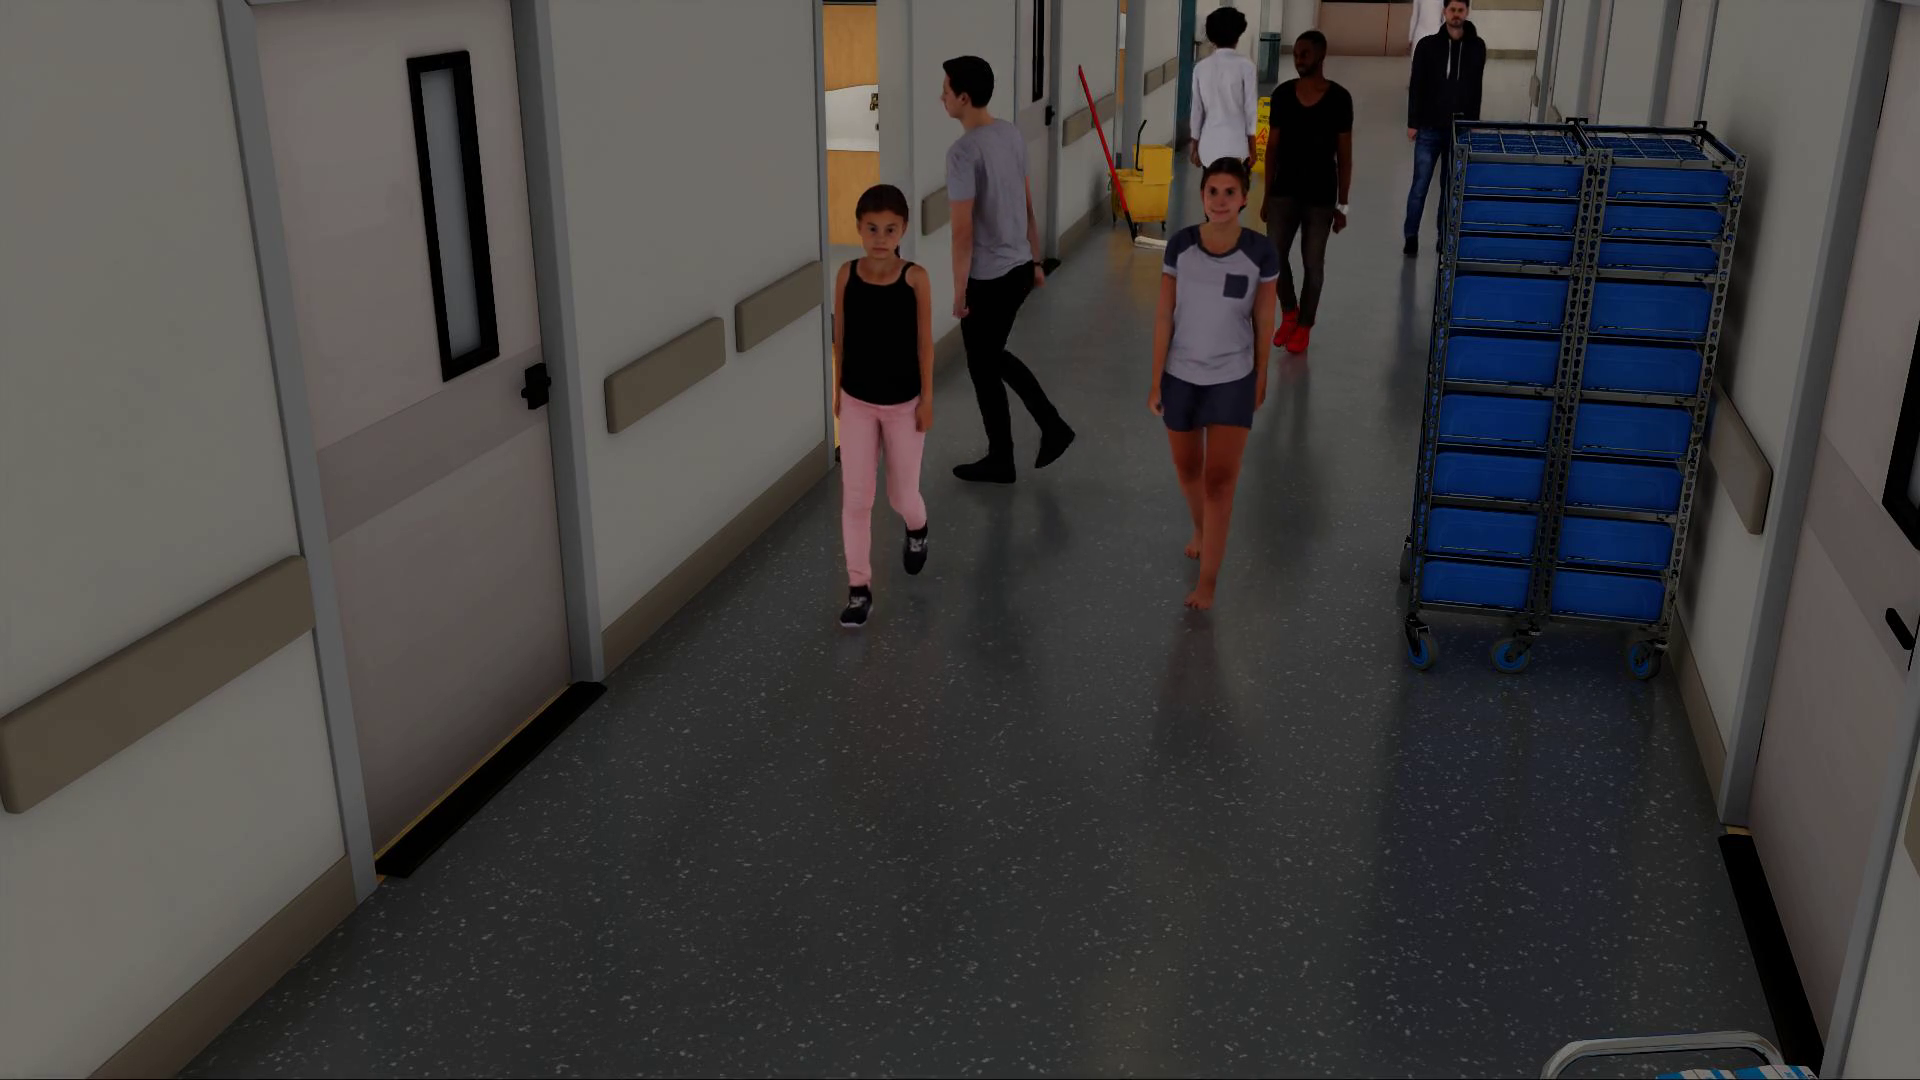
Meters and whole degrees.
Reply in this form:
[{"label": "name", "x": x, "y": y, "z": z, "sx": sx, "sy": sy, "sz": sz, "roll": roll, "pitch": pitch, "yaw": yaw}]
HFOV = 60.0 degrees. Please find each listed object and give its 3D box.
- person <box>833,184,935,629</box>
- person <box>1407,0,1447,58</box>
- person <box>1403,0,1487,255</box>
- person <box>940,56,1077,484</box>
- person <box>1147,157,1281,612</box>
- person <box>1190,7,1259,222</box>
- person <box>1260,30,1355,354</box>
[{"label": "person", "x": -0.255, "y": -0.488, "z": 5.938, "sx": 0.580, "sy": 1.535, "sz": 0.964, "roll": 4, "pitch": 21, "yaw": 11}, {"label": "person", "x": 5.812, "y": -6.203, "z": 20.709, "sx": 0.667, "sy": 1.759, "sz": 0.821, "roll": 7, "pitch": 22, "yaw": 18}, {"label": "person", "x": 3.540, "y": -3.037, "z": 12.163, "sx": 0.721, "sy": 1.892, "sz": 0.634, "roll": 1, "pitch": 21, "yaw": 3}, {"label": "person", "x": 0.224, "y": -1.111, "z": 7.153, "sx": 0.896, "sy": 1.839, "sz": 0.859, "roll": 14, "pitch": 25, "yaw": 33}, {"label": "person", "x": 0.922, "y": -0.590, "z": 6.139, "sx": 0.670, "sy": 1.584, "sz": 1.041, "roll": 8, "pitch": 22, "yaw": 21}, {"label": "person", "x": 1.808, "y": -2.730, "z": 11.494, "sx": 0.791, "sy": 1.791, "sz": 0.998, "roll": 12, "pitch": 24, "yaw": 29}, {"label": "person", "x": 2.002, "y": -1.983, "z": 9.523, "sx": 0.736, "sy": 1.791, "sz": 0.681, "roll": 10, "pitch": 23, "yaw": 24}]
